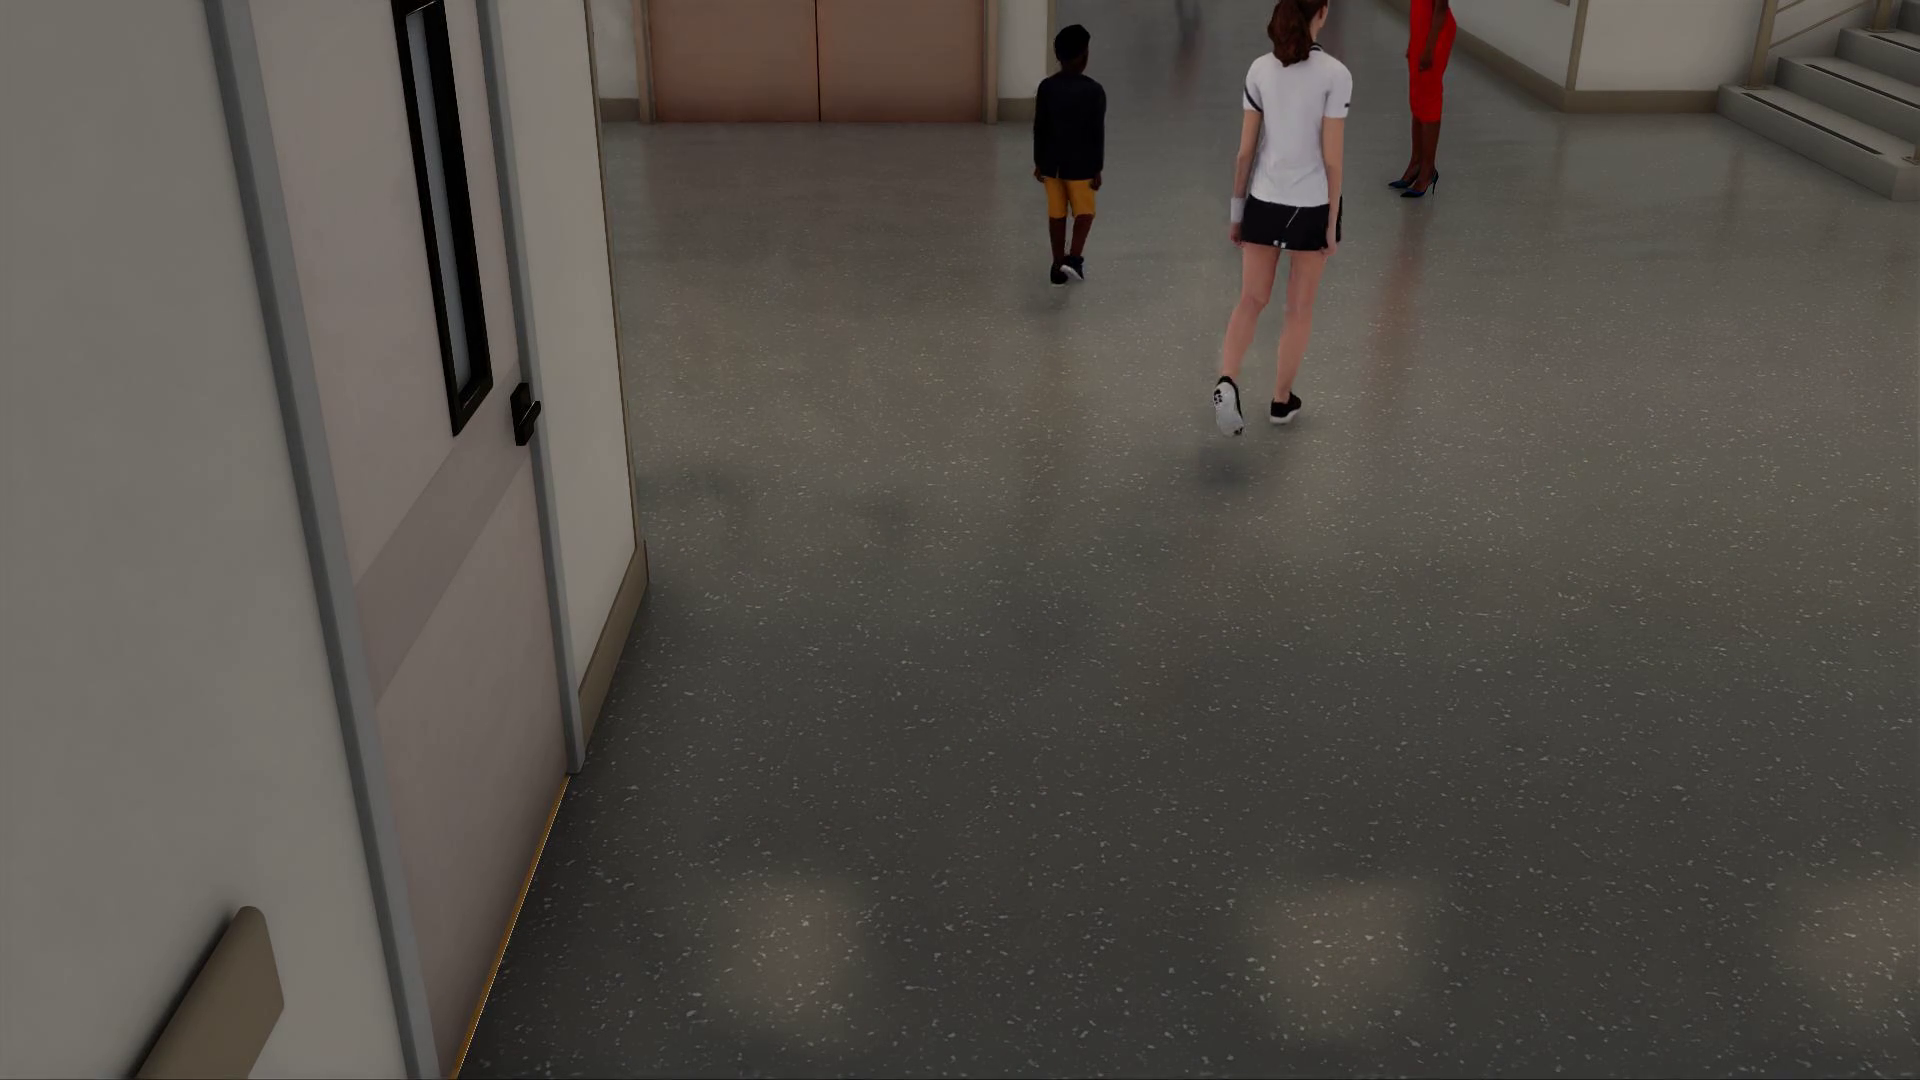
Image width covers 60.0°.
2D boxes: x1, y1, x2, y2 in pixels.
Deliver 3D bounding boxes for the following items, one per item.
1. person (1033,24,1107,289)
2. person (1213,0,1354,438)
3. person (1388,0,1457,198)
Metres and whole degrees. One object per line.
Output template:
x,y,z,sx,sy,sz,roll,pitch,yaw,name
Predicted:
0.506,-1.829,8.057,0.617,1.262,0.658,8,27,16,person
1.191,-1.184,6.178,1.009,1.734,0.909,12,28,24,person
2.748,-2.900,9.726,0.498,1.743,0.560,1,26,2,person
